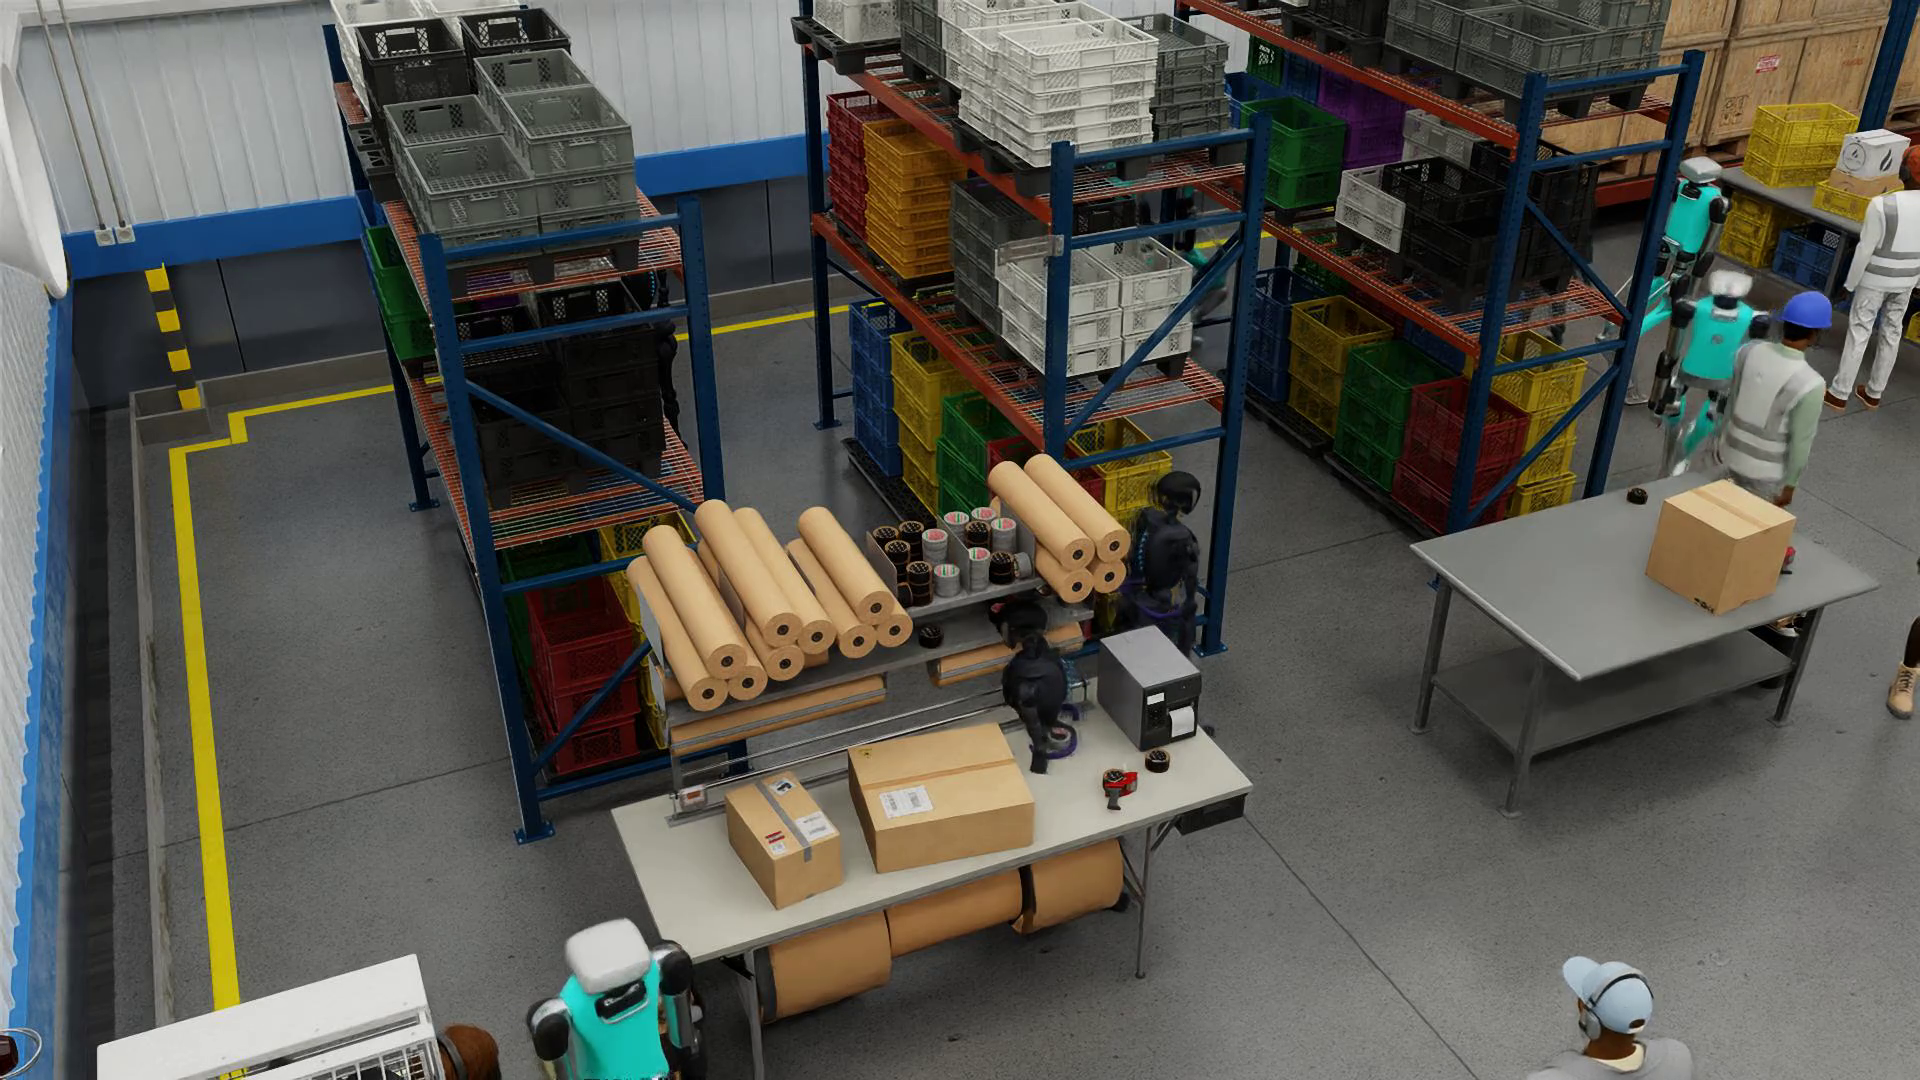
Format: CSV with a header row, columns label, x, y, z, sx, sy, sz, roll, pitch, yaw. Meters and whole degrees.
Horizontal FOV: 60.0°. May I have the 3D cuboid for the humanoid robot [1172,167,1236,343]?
label,x,y,z,sx,sy,sz,roll,pitch,yaw
humanoid robot,1.786,-2.262,12.213,0.679,1.767,0.539,2,32,4

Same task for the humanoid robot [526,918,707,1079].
label,x,y,z,sx,sy,sz,roll,pitch,yaw
humanoid robot,-0.929,2.007,5.253,0.533,1.738,0.707,-23,38,-32

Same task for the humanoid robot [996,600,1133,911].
label,x,y,z,sx,sy,sz,roll,pitch,yaw
humanoid robot,0.407,0.938,7.166,0.758,1.613,0.610,3,32,5

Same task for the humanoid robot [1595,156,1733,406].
label,x,y,z,sx,sy,sz,roll,pitch,yaw
humanoid robot,4.671,-1.728,11.277,0.736,1.695,0.530,-10,33,-16

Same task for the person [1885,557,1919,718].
label,x,y,z,sx,sy,sz,roll,pitch,yaw
person,5.082,0.054,8.203,0.600,2.036,0.401,11,33,17

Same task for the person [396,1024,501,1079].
label,x,y,z,sx,sy,sz,roll,pitch,yaw
person,-1.425,2.148,4.995,0.431,1.835,0.620,-27,41,-37

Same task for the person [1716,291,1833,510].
label,x,y,z,sx,sy,sz,roll,pitch,yaw
person,4.351,-0.451,9.142,0.702,1.912,0.619,-9,33,-14

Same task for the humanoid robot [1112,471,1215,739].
label,x,y,z,sx,sy,sz,roll,pitch,yaw
humanoid robot,0.892,0.418,8.015,0.825,1.635,0.589,-15,35,-23

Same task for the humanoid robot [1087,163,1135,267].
label,x,y,z,sx,sy,sz,roll,pitch,yaw
humanoid robot,1.091,-2.290,12.332,0.599,1.657,0.315,18,36,26

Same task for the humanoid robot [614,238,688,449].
label,x,y,z,sx,sy,sz,roll,pitch,yaw
humanoid robot,-2.036,-1.278,10.689,0.315,1.657,0.599,19,36,28

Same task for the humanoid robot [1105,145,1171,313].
label,x,y,z,sx,sy,sz,roll,pitch,yaw
humanoid robot,1.374,-2.266,12.244,0.740,1.770,0.530,-15,35,-23

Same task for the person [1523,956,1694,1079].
label,x,y,z,sx,sy,sz,roll,pitch,yaw
person,1.885,2.006,5.203,0.597,1.850,0.387,-10,33,-16

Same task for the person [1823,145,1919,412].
label,x,y,z,sx,sy,sz,roll,pitch,yaw
person,6.275,-1.754,11.278,0.573,1.886,0.356,-1,32,-2

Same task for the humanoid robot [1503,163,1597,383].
label,x,y,z,sx,sy,sz,roll,pitch,yaw
humanoid robot,4.175,-1.939,11.802,0.600,1.638,0.693,-7,32,-12

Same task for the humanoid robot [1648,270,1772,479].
label,x,y,z,sx,sy,sz,roll,pitch,yaw
humanoid robot,4.432,-0.882,10.027,0.530,1.749,0.967,11,33,18
